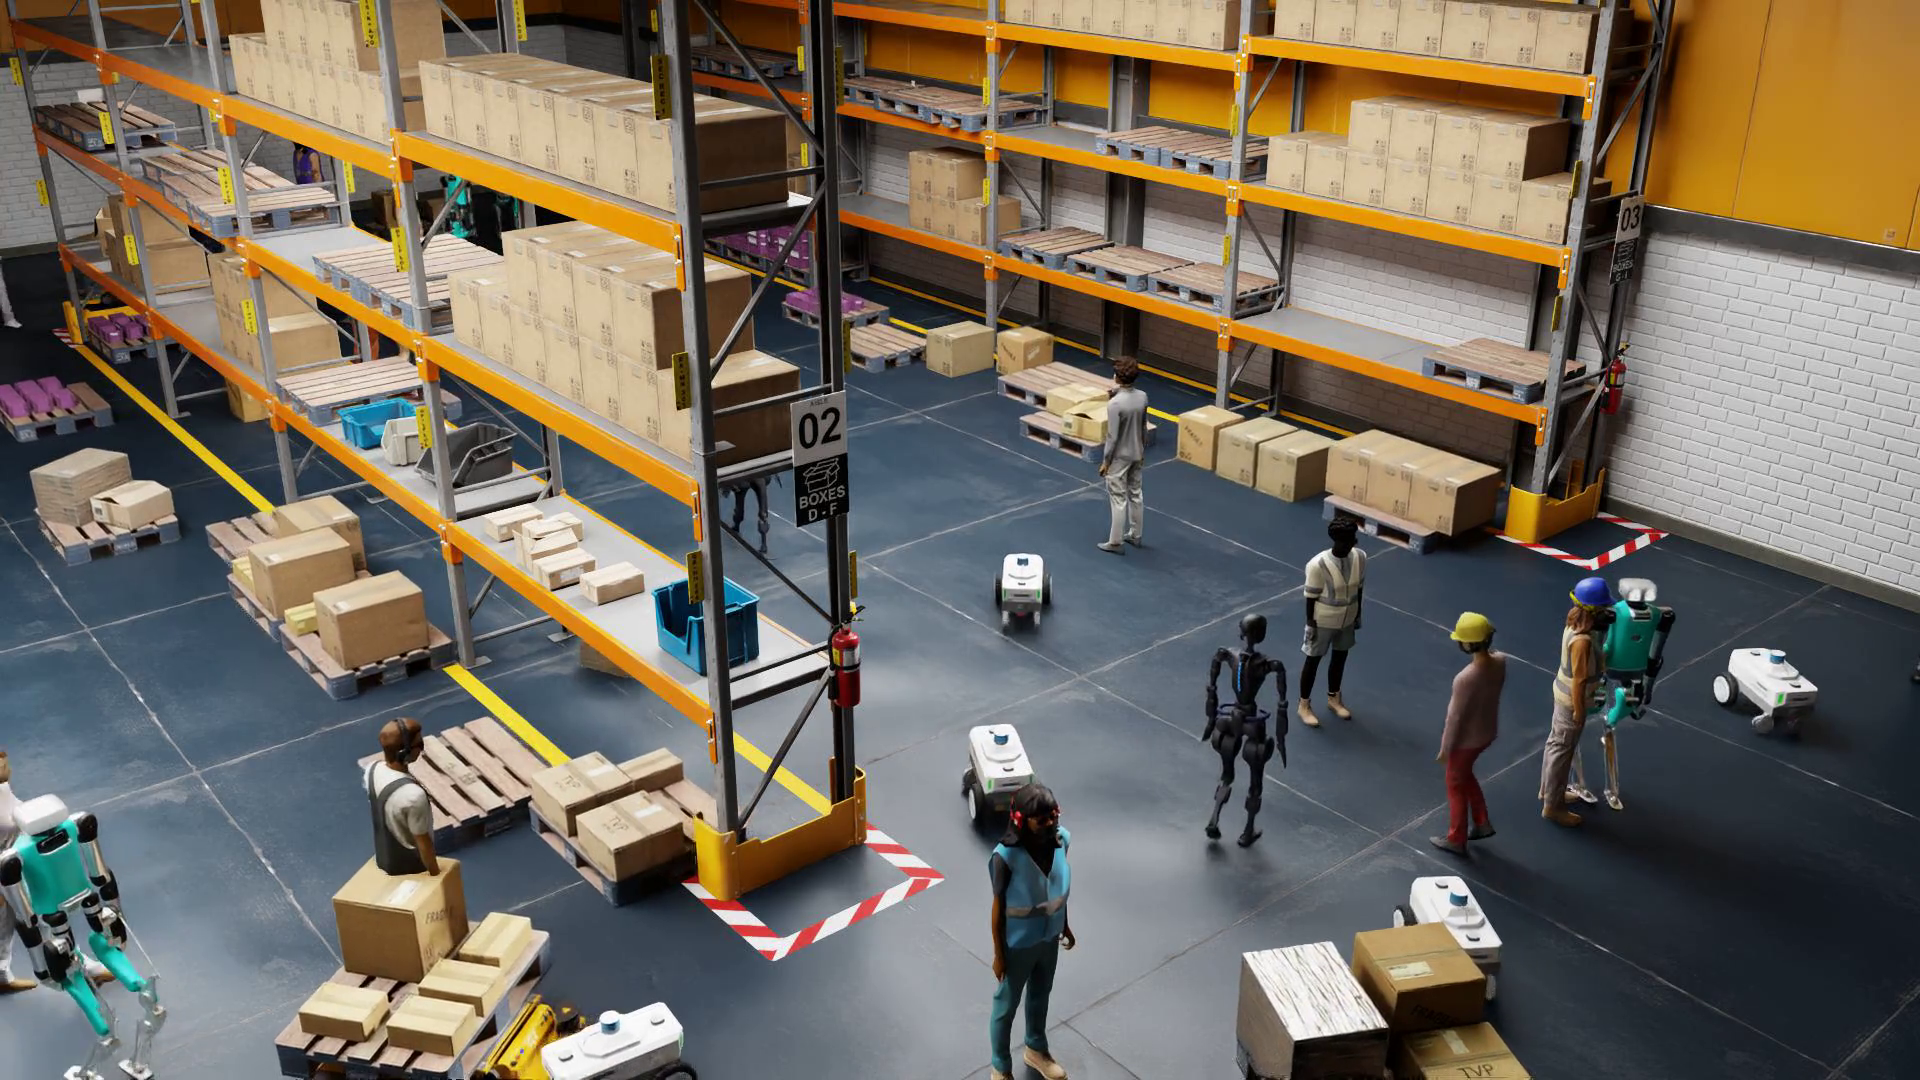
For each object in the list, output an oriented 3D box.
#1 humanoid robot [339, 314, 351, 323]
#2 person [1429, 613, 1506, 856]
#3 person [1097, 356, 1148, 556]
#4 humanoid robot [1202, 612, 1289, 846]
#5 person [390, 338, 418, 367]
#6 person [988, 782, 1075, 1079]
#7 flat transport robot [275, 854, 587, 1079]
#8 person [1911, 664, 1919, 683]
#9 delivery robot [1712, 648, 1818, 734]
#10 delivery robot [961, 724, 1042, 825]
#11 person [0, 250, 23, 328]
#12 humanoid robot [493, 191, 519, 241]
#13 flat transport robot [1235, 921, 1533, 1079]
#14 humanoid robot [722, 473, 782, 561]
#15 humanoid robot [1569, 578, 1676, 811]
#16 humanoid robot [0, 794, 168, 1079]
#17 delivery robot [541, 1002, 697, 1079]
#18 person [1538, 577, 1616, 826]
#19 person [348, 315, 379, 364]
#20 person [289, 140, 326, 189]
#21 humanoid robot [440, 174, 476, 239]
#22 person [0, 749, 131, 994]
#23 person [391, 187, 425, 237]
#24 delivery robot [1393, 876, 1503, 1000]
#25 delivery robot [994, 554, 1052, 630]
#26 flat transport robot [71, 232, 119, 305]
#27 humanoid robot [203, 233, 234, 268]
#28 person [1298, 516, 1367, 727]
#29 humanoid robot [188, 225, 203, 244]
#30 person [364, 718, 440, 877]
[{"bbox_3d":[-8.388,-3.668,22.456,0.822,1.887,0.536,7,24,16],"label":"humanoid robot"},{"bbox_3d":[3.314,1.268,10.844,0.569,1.739,0.370,-18,29,-36],"label":"person"},{"bbox_3d":[1.536,-0.776,15.387,0.547,1.897,0.373,-18,29,-36],"label":"person"},{"bbox_3d":[1.850,1.278,10.910,0.612,1.640,0.479,14,27,29],"label":"humanoid robot"},{"bbox_3d":[-6.512,-2.559,19.732,0.589,1.724,0.460,-4,24,-8],"label":"person"},{"bbox_3d":[0.372,2.100,8.768,0.529,1.866,0.396,-16,28,-32],"label":"person"},{"bbox_3d":[-2.882,2.756,9.261,1.431,0.231,0.659,5,24,12],"label":"flat transport robot"},{"bbox_3d":[7.810,0.264,12.953,0.547,1.924,0.387,14,27,29],"label":"person"},{"bbox_3d":[6.165,1.115,12.693,0.525,0.587,0.750,-3,24,-8],"label":"delivery robot"},{"bbox_3d":[0.279,1.617,11.556,0.521,0.609,0.781,-4,24,-9],"label":"delivery robot"},{"bbox_3d":[-13.189,-3.756,22.330,0.729,1.876,0.725,10,25,22],"label":"person"},{"bbox_3d":[-7.370,-5.650,26.927,0.533,1.777,0.997,-19,30,-37],"label":"humanoid robot"},{"bbox_3d":[2.167,3.043,8.597,0.659,0.231,1.431,-5,24,-11],"label":"flat transport robot"},{"bbox_3d":[-1.972,-0.653,15.445,0.588,1.633,0.747,-15,28,-32],"label":"humanoid robot"},{"bbox_3d":[4.440,0.989,11.434,0.543,1.740,0.685,-1,23,-2],"label":"humanoid robot"},{"bbox_3d":[-4.515,2.193,8.721,0.780,1.789,0.550,13,27,28],"label":"humanoid robot"},{"bbox_3d":[-1.825,2.777,8.861,0.801,0.602,0.499,-15,27,-30],"label":"delivery robot"},{"bbox_3d":[4.169,1.073,11.253,0.305,1.780,0.461,6,24,14],"label":"person"},{"bbox_3d":[-7.156,-2.684,19.983,0.502,1.758,0.334,12,26,25],"label":"person"},{"bbox_3d":[-10.403,-5.638,26.623,0.549,1.919,0.431,14,27,29],"label":"person"},{"bbox_3d":[-7.520,-4.592,24.478,0.559,1.784,0.851,10,25,22],"label":"humanoid robot"},{"bbox_3d":[-5.336,1.885,9.559,0.823,1.620,0.445,-9,25,-19],"label":"person"},{"bbox_3d":[-7.605,-4.029,22.978,0.726,1.853,0.563,2,23,5],"label":"person"},{"bbox_3d":[2.933,2.316,9.882,0.499,0.565,0.745,-2,23,-4],"label":"delivery robot"},{"bbox_3d":[0.540,0.405,14.353,0.499,0.602,0.795,1,23,3],"label":"delivery robot"},{"bbox_3d":[-11.977,-3.627,24.042,1.431,0.231,0.659,-10,25,-22],"label":"flat transport robot"},{"bbox_3d":[-10.092,-3.880,22.849,0.380,1.654,0.597,16,28,33],"label":"humanoid robot"},{"bbox_3d":[2.795,0.593,12.475,0.534,1.693,0.319,-10,25,-23],"label":"person"},{"bbox_3d":[-10.744,-4.030,23.209,0.361,1.648,0.598,-1,23,-1],"label":"humanoid robot"},{"bbox_3d":[-3.104,1.832,9.427,0.521,1.835,0.355,19,29,36],"label":"person"}]
